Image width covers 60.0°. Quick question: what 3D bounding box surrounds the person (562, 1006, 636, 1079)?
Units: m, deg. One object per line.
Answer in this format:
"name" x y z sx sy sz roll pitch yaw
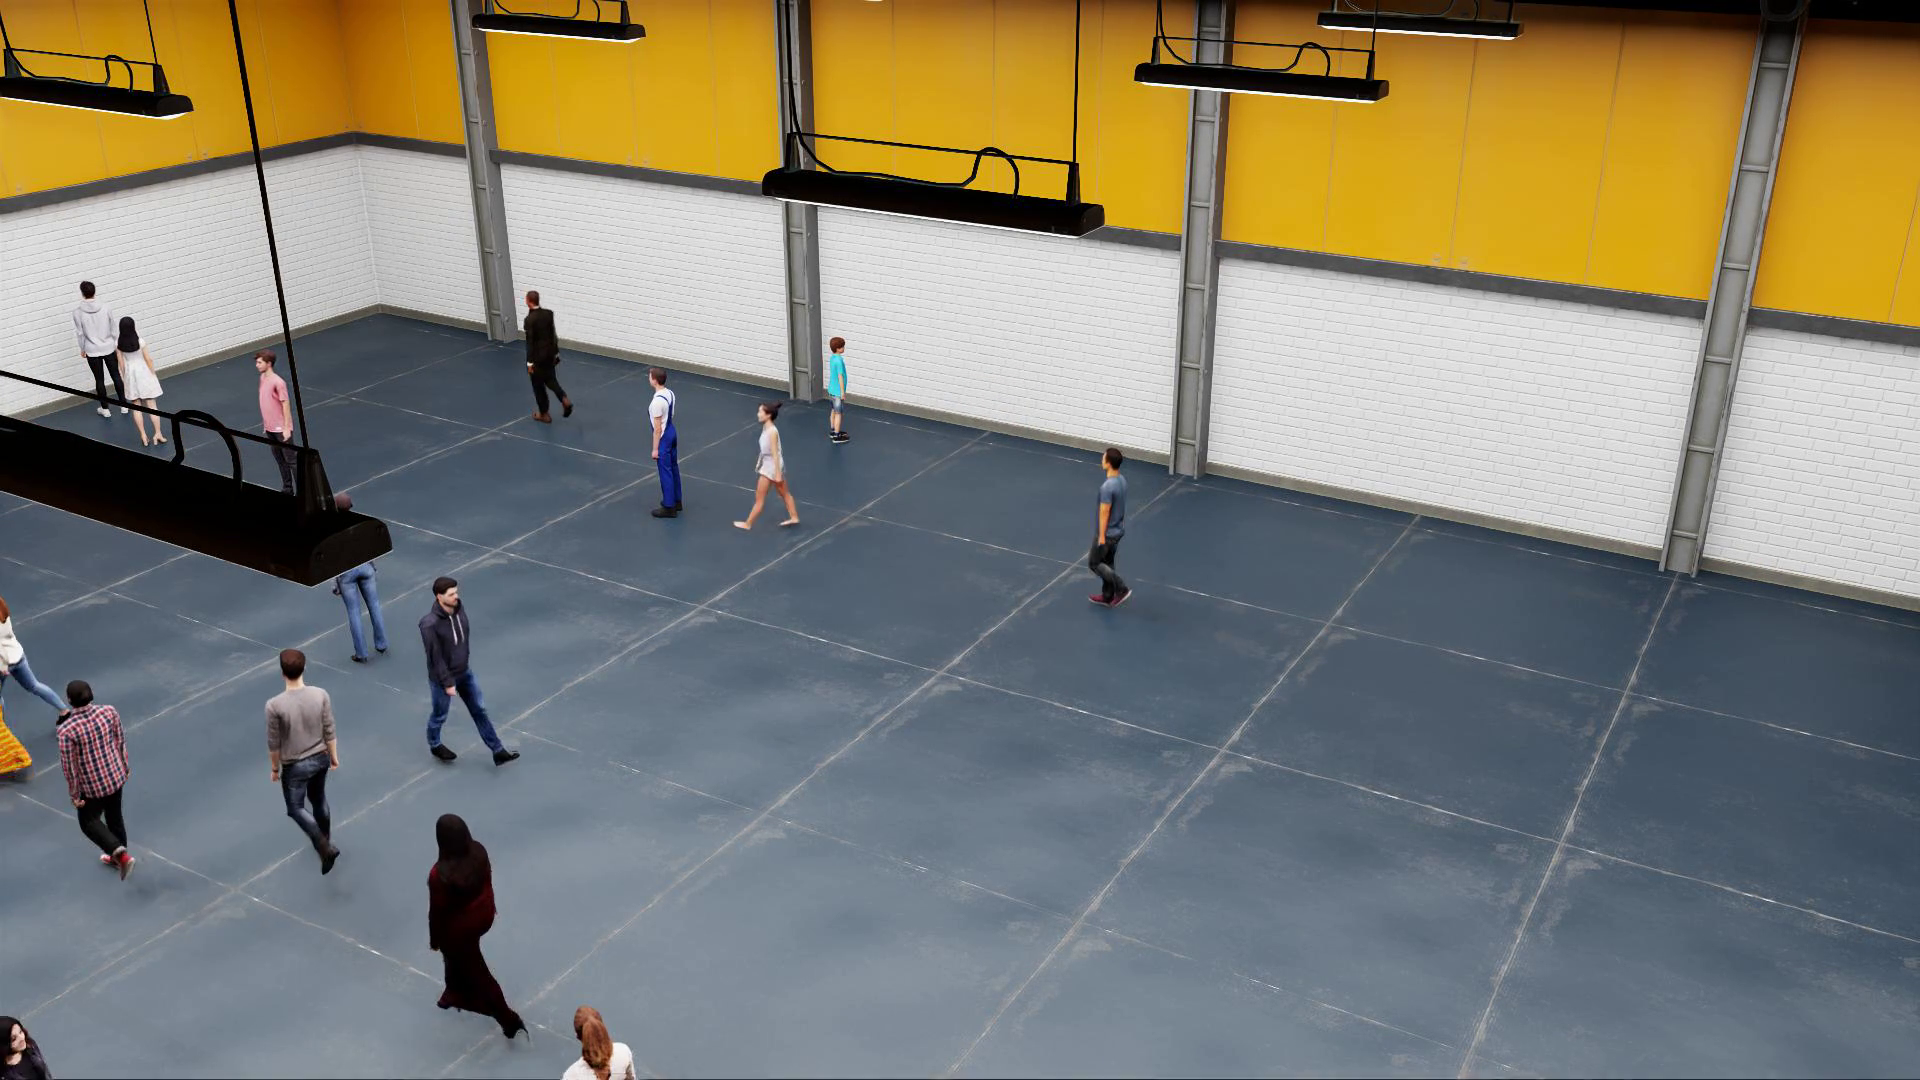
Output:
"person" -1.988 3.480 9.543 0.949 1.673 1.204 -14 27 -29

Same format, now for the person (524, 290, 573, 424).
"person" -5.703 -2.509 22.967 0.957 1.895 0.761 16 28 32

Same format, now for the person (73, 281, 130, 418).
"person" -12.074 -2.700 23.360 0.770 1.930 0.746 -17 29 -34

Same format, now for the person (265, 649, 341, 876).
"person" -5.148 1.794 13.143 0.872 1.879 1.076 -20 30 -37

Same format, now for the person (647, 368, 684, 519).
"person" -3.550 -1.189 20.003 0.652 1.851 0.683 6 24 14

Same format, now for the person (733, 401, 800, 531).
"person" -2.127 -0.852 19.587 1.078 1.567 1.002 -6 24 -13

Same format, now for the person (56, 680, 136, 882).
"person" -6.741 1.895 13.078 0.846 1.745 0.693 14 27 29

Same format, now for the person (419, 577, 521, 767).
"person" -4.558 1.177 14.615 1.166 1.831 0.679 12 26 26

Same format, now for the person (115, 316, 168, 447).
"person" -10.977 -2.130 22.251 0.755 1.774 0.834 -2 24 -5

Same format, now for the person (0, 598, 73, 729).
"person" -8.566 1.074 15.074 1.177 1.652 1.067 -1 24 -3

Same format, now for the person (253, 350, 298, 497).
"person" -8.309 -1.382 20.311 0.498 1.957 0.708 16 28 32

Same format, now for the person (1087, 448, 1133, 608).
"person" 1.647 -0.085 17.543 0.736 1.797 0.680 11 26 24

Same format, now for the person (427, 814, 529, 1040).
"person" -3.296 2.669 11.339 1.105 1.720 0.778 9 25 20

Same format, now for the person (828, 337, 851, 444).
"person" -1.669 -2.050 22.475 0.653 1.448 0.581 -9 25 -19

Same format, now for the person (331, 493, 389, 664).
"person" -5.990 0.371 16.502 0.686 1.795 0.640 -20 30 -38
